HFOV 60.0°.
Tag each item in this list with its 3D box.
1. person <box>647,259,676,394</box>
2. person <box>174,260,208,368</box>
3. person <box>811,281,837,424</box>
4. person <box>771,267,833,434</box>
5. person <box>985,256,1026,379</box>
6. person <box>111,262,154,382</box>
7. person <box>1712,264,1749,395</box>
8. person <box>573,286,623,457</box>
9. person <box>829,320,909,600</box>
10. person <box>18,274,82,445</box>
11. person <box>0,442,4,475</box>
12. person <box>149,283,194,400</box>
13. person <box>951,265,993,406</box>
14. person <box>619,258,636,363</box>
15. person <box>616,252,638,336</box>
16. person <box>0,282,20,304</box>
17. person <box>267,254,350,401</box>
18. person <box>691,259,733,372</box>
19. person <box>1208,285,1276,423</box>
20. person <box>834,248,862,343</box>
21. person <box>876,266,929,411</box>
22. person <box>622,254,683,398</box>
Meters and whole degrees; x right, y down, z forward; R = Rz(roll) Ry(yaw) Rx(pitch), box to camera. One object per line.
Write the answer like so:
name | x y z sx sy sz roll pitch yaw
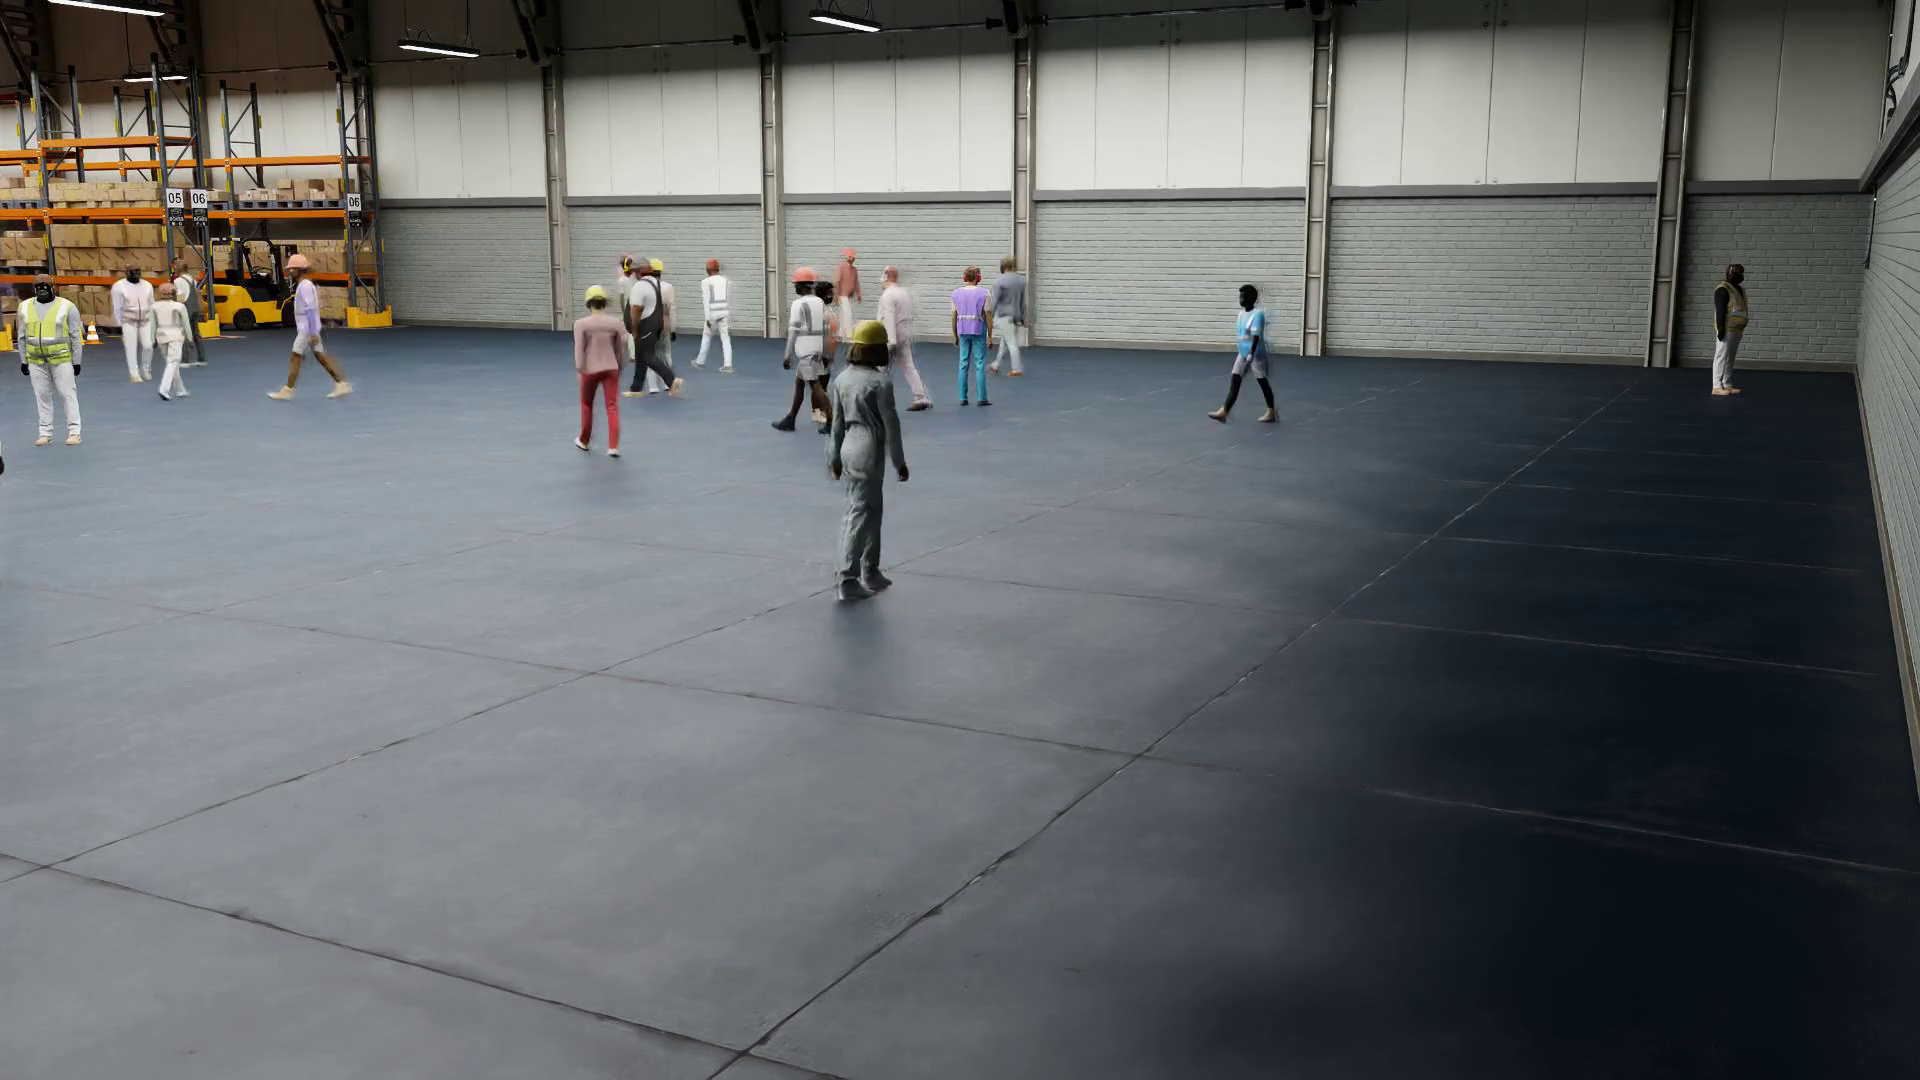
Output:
person | -4.324 -3.061 23.818 0.612 1.893 0.871 1 10 5
person | -13.132 -3.831 28.243 0.403 1.822 0.621 2 11 13
person | -1.632 -2.248 19.940 0.317 1.695 0.540 2 11 13
person | -1.731 -2.142 18.855 0.988 1.888 0.561 5 12 27
person | 0.653 -3.505 26.236 0.957 1.897 0.660 9 14 40
person | -12.590 -3.317 25.410 0.635 1.830 0.435 -10 14 -44
person | 10.874 -2.967 23.466 0.633 1.842 0.429 -9 14 -40
person | -3.720 -1.727 17.026 0.538 1.725 0.890 -6 12 -30
person | -0.528 -0.497 10.325 0.670 1.721 0.486 -8 13 -38
person | -9.729 -1.920 17.799 0.632 1.838 0.430 -1 10 -6
person | -6.444 -0.574 10.586 0.958 1.778 0.616 8 13 37
person | -10.836 -2.720 22.803 0.519 1.608 0.854 1 10 6
person | 0.158 -2.682 21.895 0.564 1.848 0.390 4 11 20
person | -5.860 -4.017 29.171 0.633 1.850 0.535 1 10 8
person | -6.954 -5.155 35.275 0.608 1.885 0.671 5 11 24
person | -25.923 -6.956 45.135 0.873 1.874 0.635 4 11 20
person | -8.865 -2.878 22.597 1.066 1.989 0.637 -3 11 -17
person | -4.073 -3.694 27.428 0.577 1.832 0.980 -10 14 -42
person | 3.423 -2.205 19.815 0.876 1.644 0.543 -5 11 -23
person | -2.293 -5.084 34.634 0.794 1.972 0.663 7 13 34
person | -0.850 -2.568 21.294 1.030 1.850 0.661 4 11 21
person | -4.255 -2.964 22.906 0.928 2.000 0.687 2 11 13
